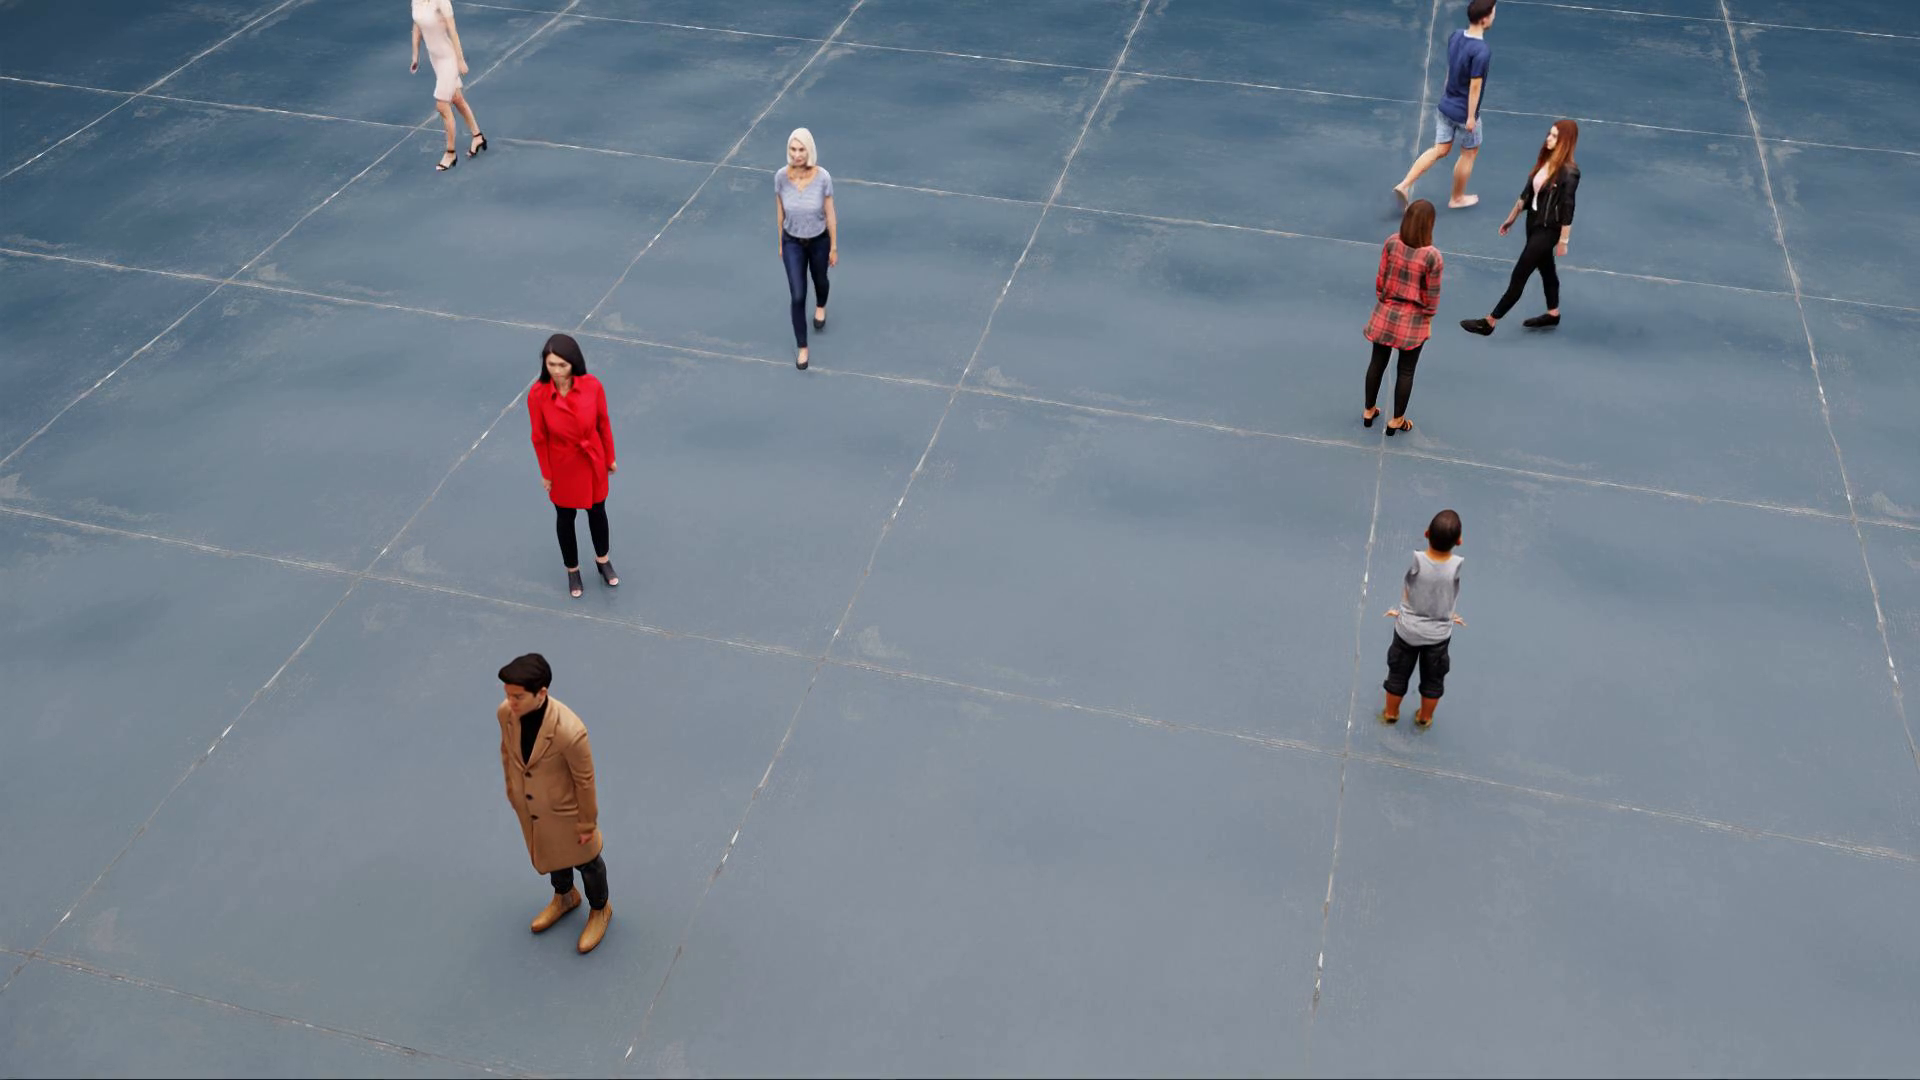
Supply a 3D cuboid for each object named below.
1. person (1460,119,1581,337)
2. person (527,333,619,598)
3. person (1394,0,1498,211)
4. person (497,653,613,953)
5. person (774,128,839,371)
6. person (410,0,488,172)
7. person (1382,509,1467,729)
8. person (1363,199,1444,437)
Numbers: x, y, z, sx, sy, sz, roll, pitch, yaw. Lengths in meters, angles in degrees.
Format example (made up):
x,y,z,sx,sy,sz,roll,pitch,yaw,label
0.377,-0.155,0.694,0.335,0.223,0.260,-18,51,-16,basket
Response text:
x,y,z,sx,sy,sz,roll,pitch,yaw,label
4.322,-2.246,12.069,0.927,1.674,1.090,-3,38,-4,person
-2.239,-0.437,9.695,0.738,1.749,0.787,-15,40,-18,person
4.002,-3.506,13.558,1.082,1.823,1.082,-14,40,-17,person
-1.859,1.181,7.645,0.693,1.727,0.683,17,41,21,person
-1.082,-2.166,11.960,0.774,1.682,1.159,2,38,2,person
-4.382,-4.157,14.404,0.795,1.806,0.950,29,46,31,person
2.488,0.401,8.862,0.586,1.456,0.494,7,39,9,person
2.937,-1.477,11.063,0.696,1.703,0.710,31,48,33,person
